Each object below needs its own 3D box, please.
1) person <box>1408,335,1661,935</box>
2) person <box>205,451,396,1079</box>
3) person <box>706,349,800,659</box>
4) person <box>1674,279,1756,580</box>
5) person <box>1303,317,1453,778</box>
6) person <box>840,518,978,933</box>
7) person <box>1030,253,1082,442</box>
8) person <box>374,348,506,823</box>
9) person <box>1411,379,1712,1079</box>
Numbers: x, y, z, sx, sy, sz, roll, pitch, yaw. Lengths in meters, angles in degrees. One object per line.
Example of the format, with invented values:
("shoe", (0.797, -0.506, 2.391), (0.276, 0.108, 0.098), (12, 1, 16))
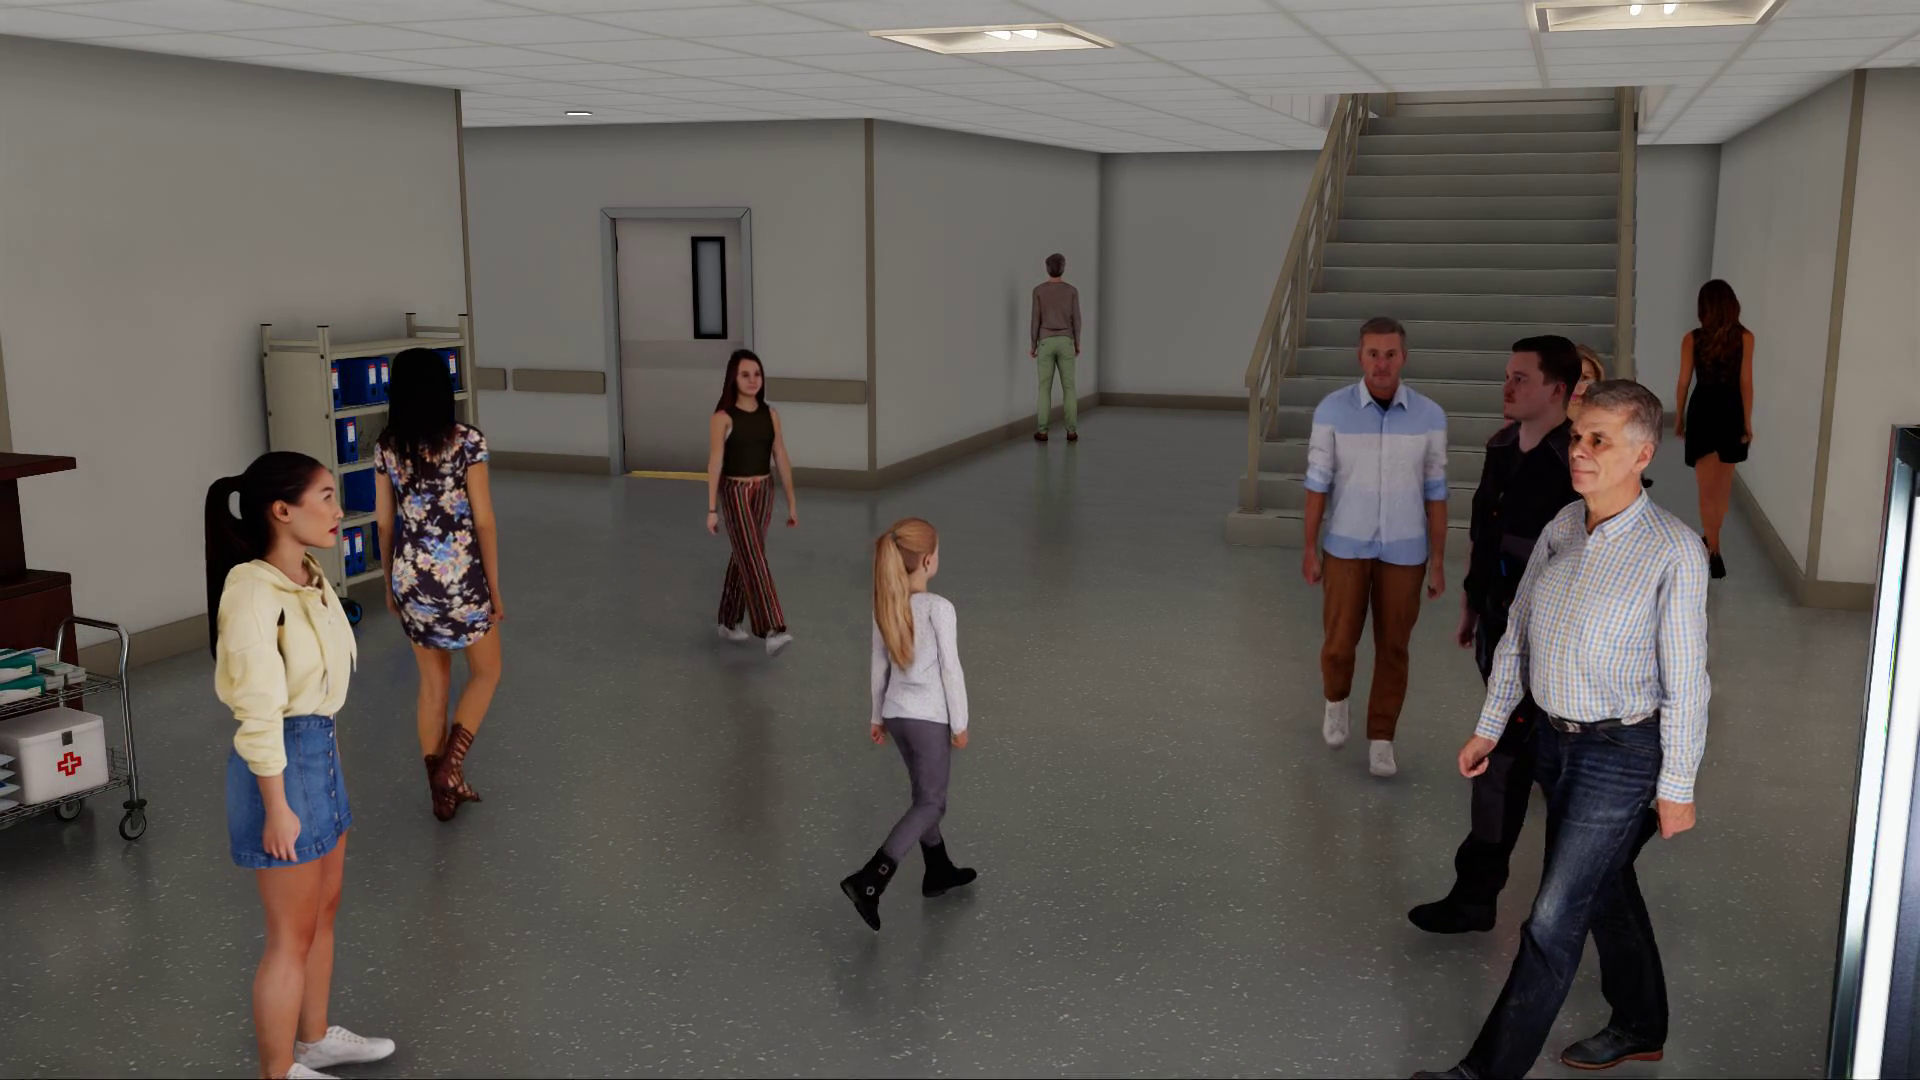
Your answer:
("person", (1.833, 0.302, 5.089), (1.170, 1.824, 1.222), (-2, 11, -10))
("person", (-1.657, 0.589, 4.097), (0.777, 1.630, 0.638), (-1, 11, -3))
("person", (-1.118, -0.185, 8.466), (1.051, 1.522, 1.015), (-7, 13, -34))
("person", (4.567, -0.625, 10.083), (0.604, 1.784, 1.120), (5, 12, 23))
("person", (1.650, 0.017, 6.646), (0.803, 1.805, 0.832), (1, 11, 5))
("person", (-0.167, 0.575, 5.160), (0.721, 1.261, 0.925), (10, 15, 44))
("person", (0.969, -1.948, 16.807), (0.758, 1.876, 0.742), (0, 11, -2))
("person", (-1.882, 0.192, 5.944), (0.689, 1.721, 0.712), (1, 11, 5))
("person", (1.607, 0.523, 4.063), (1.156, 1.772, 1.144), (-4, 11, -20))
